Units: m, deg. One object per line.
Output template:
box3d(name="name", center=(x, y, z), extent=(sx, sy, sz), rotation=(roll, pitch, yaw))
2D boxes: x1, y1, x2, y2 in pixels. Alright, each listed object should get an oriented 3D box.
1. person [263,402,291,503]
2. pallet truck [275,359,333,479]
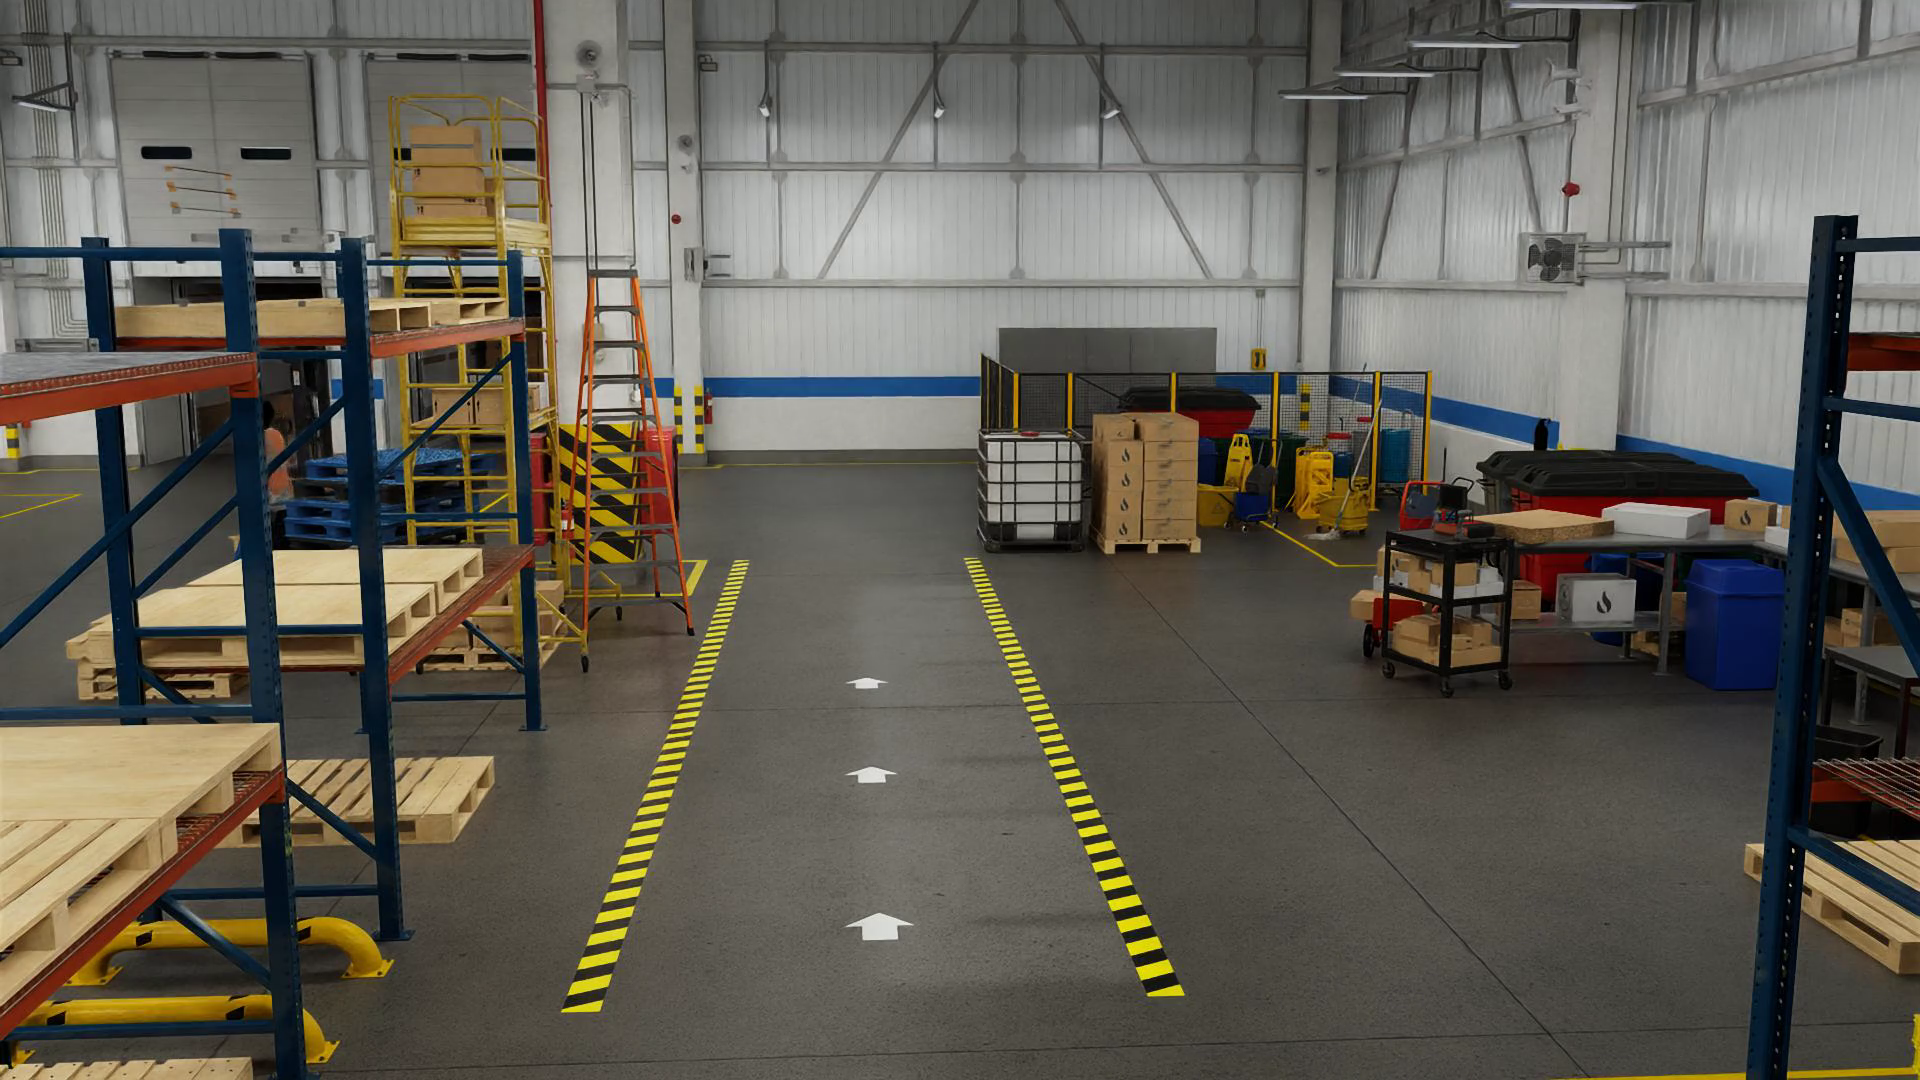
box3d(name="person", center=(-6.724, -0.505, 16.073), extent=(0.472, 1.667, 0.553), rotation=(1, 9, 5))
box3d(name="pallet truck", center=(-7.062, -1.131, 18.996), extent=(1.885, 1.965, 0.823), rotation=(2, 9, 13))
